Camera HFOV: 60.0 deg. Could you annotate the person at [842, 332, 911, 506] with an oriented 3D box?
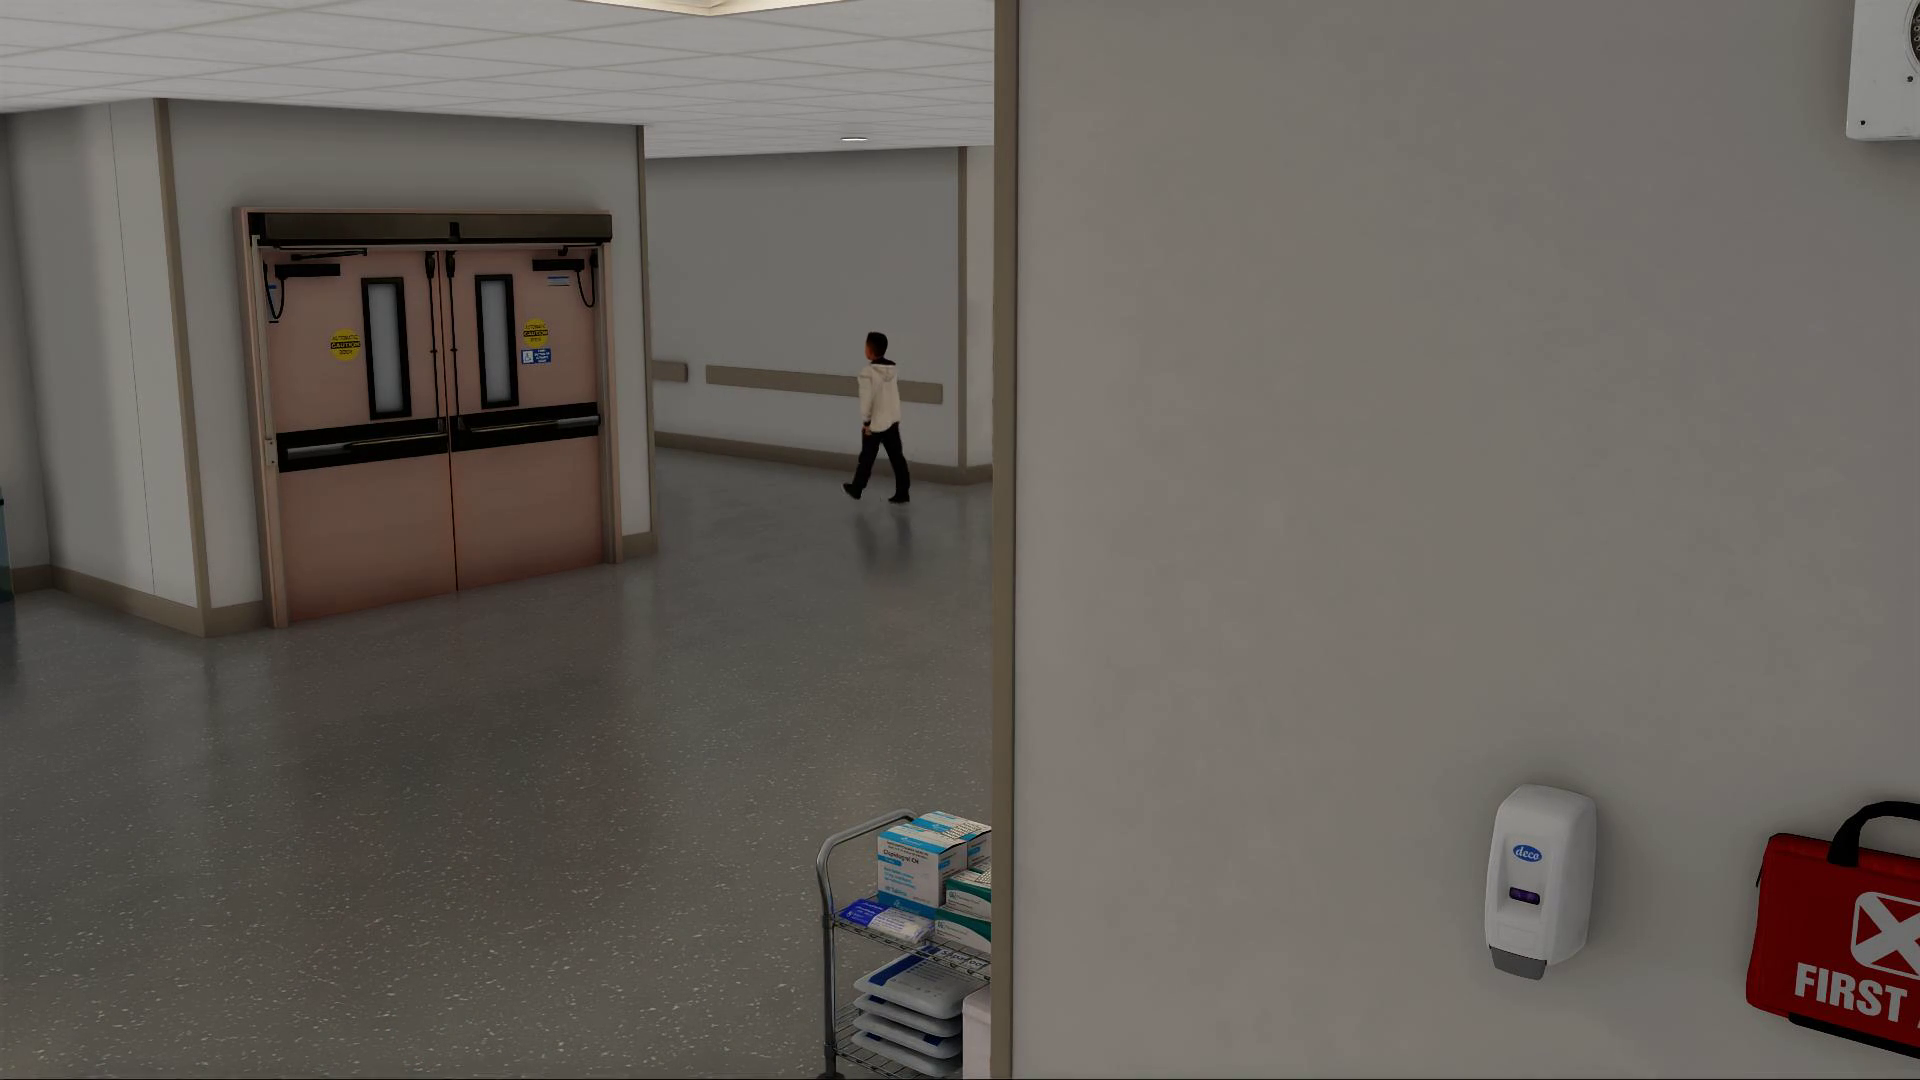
[{"bbox_3d":[-0.594,-0.960,13.672,0.929,1.417,0.738,-9,14,-41],"label":"person"}]
